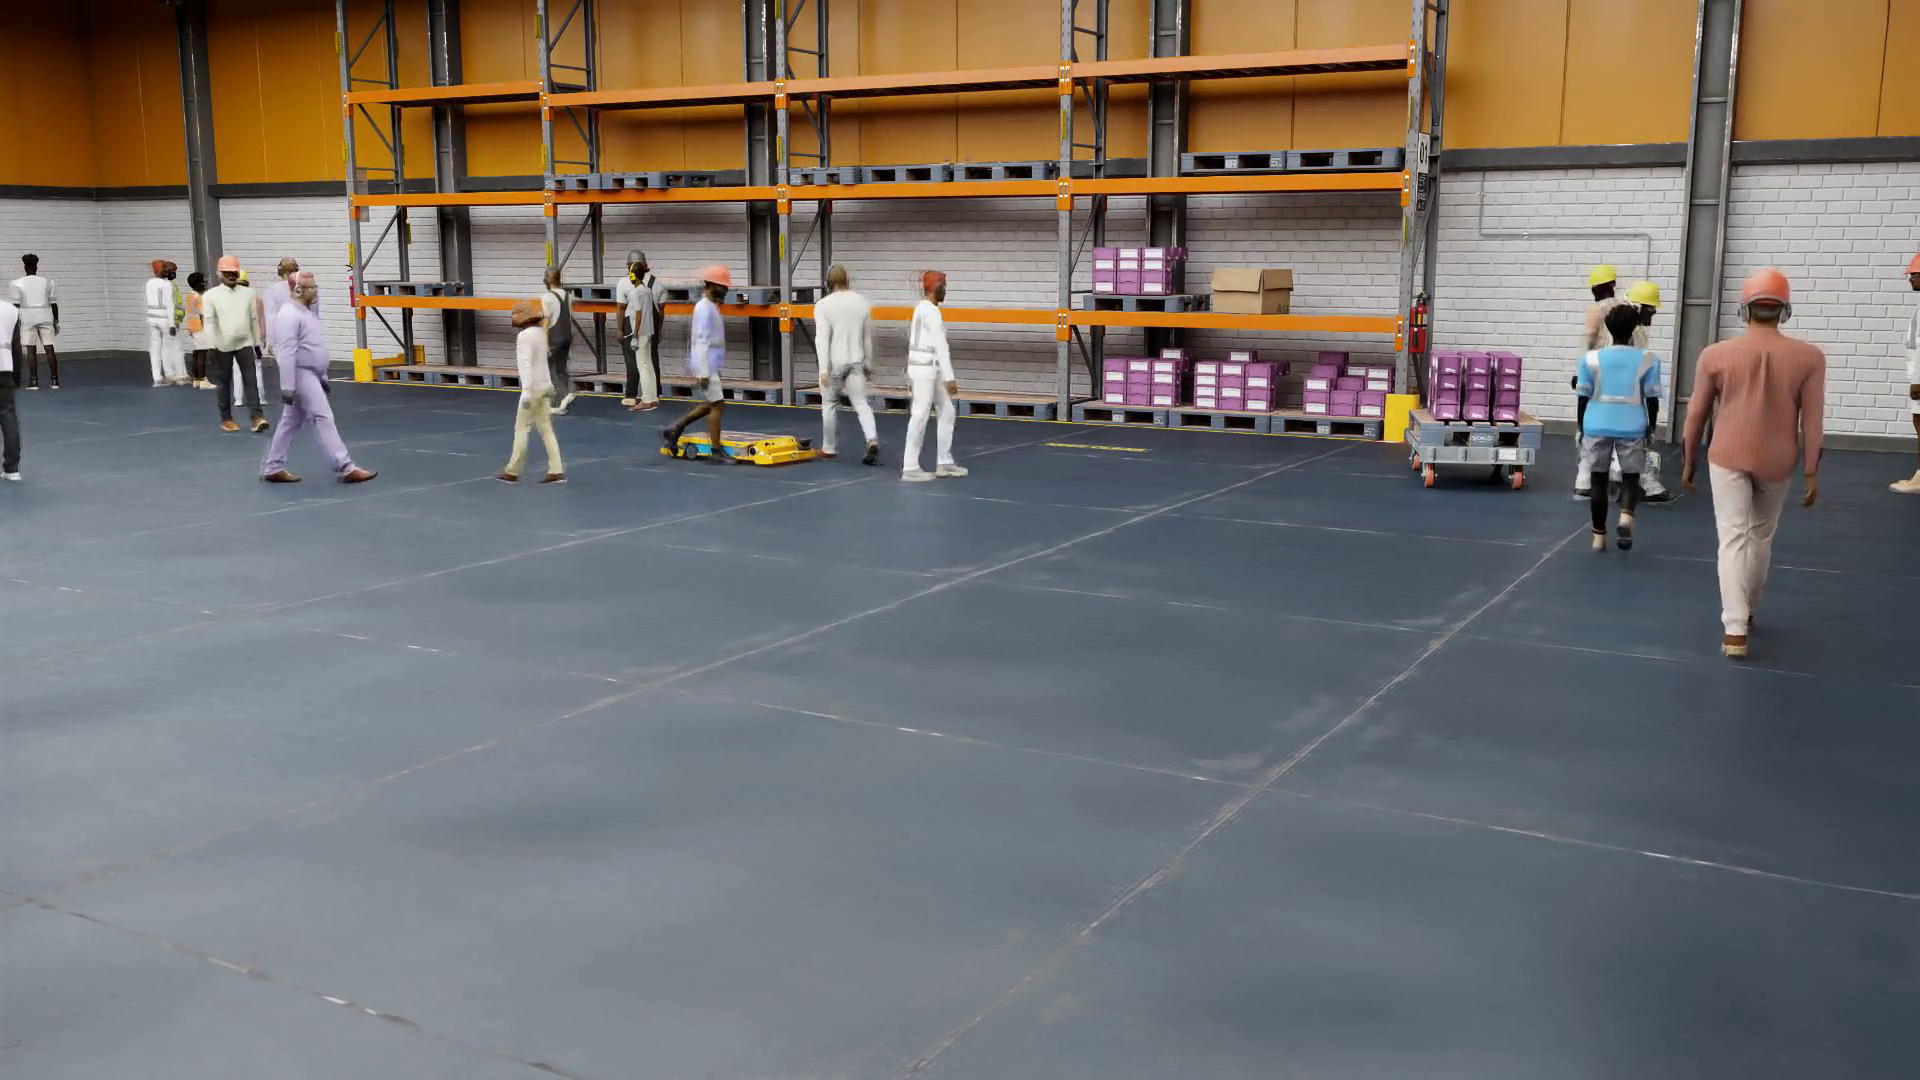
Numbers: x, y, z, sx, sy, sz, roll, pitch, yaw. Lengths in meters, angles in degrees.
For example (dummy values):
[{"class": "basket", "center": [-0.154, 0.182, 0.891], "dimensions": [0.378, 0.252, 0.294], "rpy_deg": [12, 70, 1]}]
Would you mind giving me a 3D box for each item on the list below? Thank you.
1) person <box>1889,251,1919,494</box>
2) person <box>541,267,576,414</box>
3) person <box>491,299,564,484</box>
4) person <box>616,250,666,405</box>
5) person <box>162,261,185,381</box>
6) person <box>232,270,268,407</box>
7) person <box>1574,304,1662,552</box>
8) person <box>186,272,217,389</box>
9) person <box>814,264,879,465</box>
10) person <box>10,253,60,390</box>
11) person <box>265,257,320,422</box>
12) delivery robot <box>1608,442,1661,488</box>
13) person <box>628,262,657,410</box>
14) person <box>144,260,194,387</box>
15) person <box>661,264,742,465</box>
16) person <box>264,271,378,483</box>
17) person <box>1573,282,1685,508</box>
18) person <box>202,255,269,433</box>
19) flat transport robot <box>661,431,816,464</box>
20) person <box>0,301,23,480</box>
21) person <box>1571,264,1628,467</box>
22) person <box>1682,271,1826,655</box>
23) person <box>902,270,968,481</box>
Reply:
[{"class": "person", "center": [8.069, -1.402, 13.968], "dimensions": [0.418, 2.033, 0.607], "rpy_deg": [8, 13, 37]}, {"class": "person", "center": [-4.931, -2.435, 20.426], "dimensions": [0.446, 1.820, 0.511], "rpy_deg": [6, 12, 31]}, {"class": "person", "center": [-3.795, -1.283, 14.494], "dimensions": [0.732, 1.591, 0.568], "rpy_deg": [1, 10, 8]}, {"class": "person", "center": [-4.222, -2.793, 21.811], "dimensions": [0.678, 2.000, 0.535], "rpy_deg": [-9, 13, -40]}, {"class": "person", "center": [-12.205, -3.380, 25.718], "dimensions": [0.430, 1.838, 0.619], "rpy_deg": [-2, 10, -12]}, {"class": "person", "center": [-9.255, -2.606, 21.520], "dimensions": [0.531, 1.772, 0.301], "rpy_deg": [-4, 11, -20]}, {"class": "person", "center": [4.388, -0.732, 11.137], "dimensions": [0.545, 1.683, 0.428], "rpy_deg": [4, 11, 20]}, {"class": "person", "center": [-11.033, -3.032, 24.137], "dimensions": [0.316, 1.696, 0.540], "rpy_deg": [-9, 13, -41]}, {"class": "person", "center": [-1.063, -1.655, 15.772], "dimensions": [0.642, 1.912, 0.902], "rpy_deg": [-7, 12, -34]}, {"class": "person", "center": [-13.389, -3.161, 24.104], "dimensions": [0.610, 1.964, 0.366], "rpy_deg": [-8, 13, -39]}, {"class": "person", "center": [-7.793, -2.327, 19.458], "dimensions": [0.355, 1.938, 0.637], "rpy_deg": [9, 13, 42]}, {"class": "delivery robot", "center": [5.456, -0.653, 13.631], "dimensions": [0.477, 0.478, 0.707], "rpy_deg": [0, 10, 1]}, {"class": "person", "center": [-4.041, -2.569, 21.044], "dimensions": [0.325, 1.865, 0.516], "rpy_deg": [2, 10, 12]}, {"class": "person", "center": [-11.745, -3.221, 24.731], "dimensions": [0.606, 1.859, 0.774], "rpy_deg": [5, 11, 25]}, {"class": "person", "center": [-2.449, -1.636, 15.650], "dimensions": [0.728, 1.902, 0.602], "rpy_deg": [0, 10, 0]}, {"class": "person", "center": [-5.649, -1.403, 14.466], "dimensions": [0.986, 1.852, 0.664], "rpy_deg": [-2, 10, -10]}, {"class": "person", "center": [5.377, -1.153, 13.248], "dimensions": [0.907, 1.772, 0.621], "rpy_deg": [5, 11, 24]}, {"class": "person", "center": [-8.023, -2.156, 18.418], "dimensions": [0.659, 1.956, 0.966], "rpy_deg": [-9, 14, -42]}, {"class": "flat transport robot", "center": [-2.166, -0.913, 16.174], "dimensions": [1.431, 0.197, 0.652], "rpy_deg": [7, 12, 34]}, {"class": "person", "center": [-8.709, -1.486, 14.869], "dimensions": [0.943, 1.877, 0.618], "rpy_deg": [9, 13, 40]}, {"class": "person", "center": [5.940, -1.586, 15.385], "dimensions": [0.585, 1.900, 0.411], "rpy_deg": [-7, 12, -35]}, {"class": "person", "center": [4.084, -0.411, 8.612], "dimensions": [0.638, 1.941, 1.020], "rpy_deg": [3, 11, 18]}, {"class": "person", "center": [-0.185, -1.443, 14.679], "dimensions": [0.760, 1.852, 0.613], "rpy_deg": [-1, 10, -5]}]
